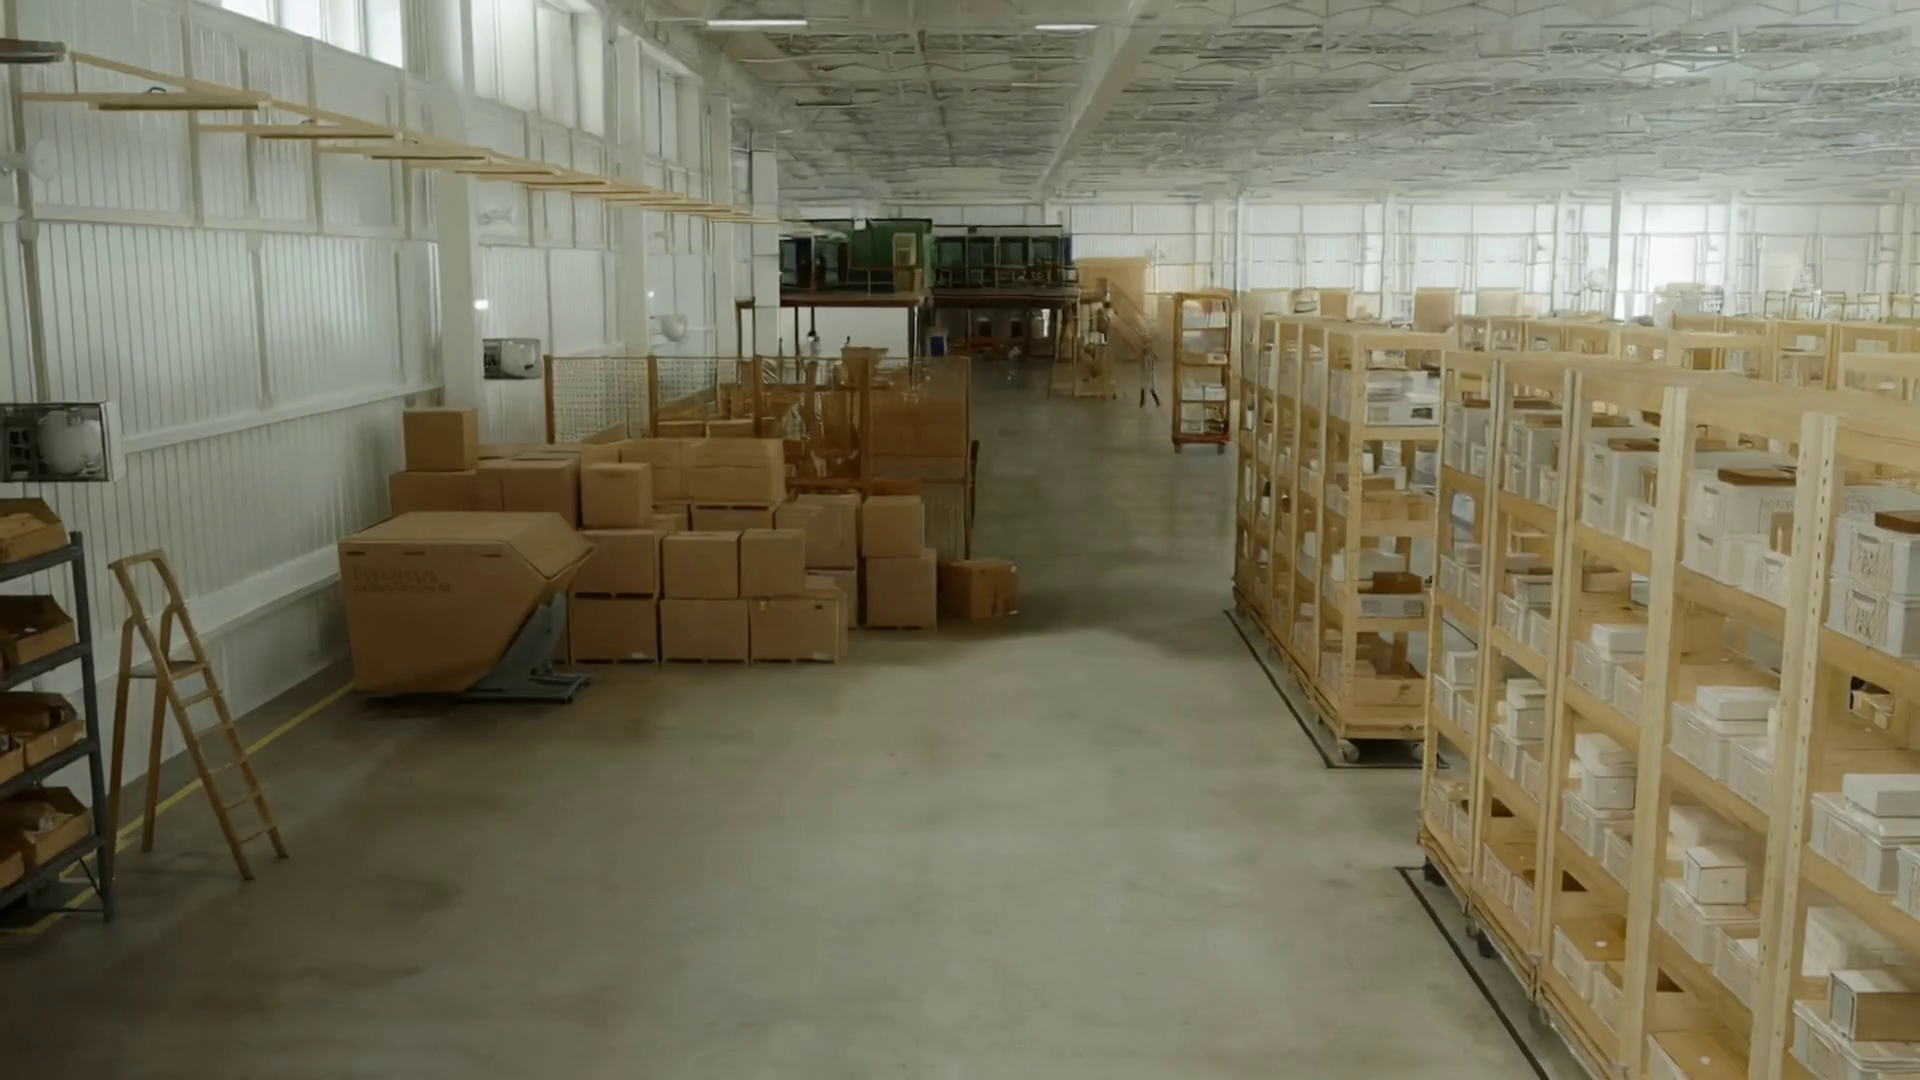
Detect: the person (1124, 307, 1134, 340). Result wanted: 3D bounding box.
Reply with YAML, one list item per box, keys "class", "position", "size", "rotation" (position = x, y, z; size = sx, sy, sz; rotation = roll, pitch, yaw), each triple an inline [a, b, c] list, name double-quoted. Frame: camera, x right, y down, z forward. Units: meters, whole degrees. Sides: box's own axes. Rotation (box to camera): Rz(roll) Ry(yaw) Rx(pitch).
- class: "person"
  position: [9.962, -12.747, 98.060]
  size: [0.611, 1.947, 0.388]
  rotation: [-4, 10, -22]

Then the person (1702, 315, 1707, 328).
- class: "person"
  position: [38.062, -10.597, 85.192]
  size: [0.745, 1.817, 0.666]
  rotation: [5, 11, 29]

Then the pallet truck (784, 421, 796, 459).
- class: "pallet truck"
  position: [-4.013, -1.793, 32.705]
  size: [1.601, 1.201, 0.680]
  rotation: [0, 9, 1]

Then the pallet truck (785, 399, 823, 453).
- class: "pallet truck"
  position: [-3.814, -2.432, 36.419]
  size: [1.630, 1.274, 0.653]
  rotation: [0, 9, 1]

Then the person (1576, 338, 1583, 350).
- class: "person"
  position: [24.812, -7.809, 67.317]
  size: [0.689, 2.000, 0.538]
  rotation: [2, 9, 13]

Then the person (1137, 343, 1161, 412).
- class: "person"
  position: [5.550, -4.764, 48.685]
  size: [0.617, 2.005, 1.028]
  rotation: [7, 12, 38]

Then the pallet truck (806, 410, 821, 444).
- class: "pallet truck"
  position: [-3.559, -2.018, 33.905]
  size: [1.522, 1.261, 0.704]
  rotation: [0, 9, -1]

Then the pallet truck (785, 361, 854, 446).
- class: "pallet truck"
  position: [-3.410, -3.193, 38.978]
  size: [1.885, 1.965, 0.823]
  rotation: [0, 9, -1]

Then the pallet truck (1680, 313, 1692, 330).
- class: "pallet truck"
  position: [36.315, -10.531, 84.244]
  size: [0.823, 1.965, 1.885]
  rotation: [-6, 11, -33]

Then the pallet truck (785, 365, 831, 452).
- class: "pallet truck"
  position: [-3.774, -2.976, 37.635]
  size: [1.885, 1.965, 0.823]
  rotation: [1, 9, 5]

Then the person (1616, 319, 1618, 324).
- class: "person"
  position: [32.444, -10.079, 82.391]
  size: [0.532, 1.693, 0.319]
  rotation: [-3, 10, -18]

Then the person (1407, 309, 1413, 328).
- class: "person"
  position: [25.598, -12.180, 94.669]
  size: [0.399, 1.918, 0.589]
  rotation: [6, 11, 32]

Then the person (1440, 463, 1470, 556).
- class: "person"
  position: [6.813, -0.445, 22.453]
  size: [0.678, 1.866, 0.818]
  rotation: [-5, 10, -28]

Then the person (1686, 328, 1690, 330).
- class: "person"
  position: [26.659, -6.786, 61.148]
  size: [0.377, 1.995, 0.612]
  rotation: [-4, 10, -25]

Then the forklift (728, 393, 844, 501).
- class: "forklift"
  position: [-2.979, -1.316, 26.476]
  size: [2.680, 1.987, 1.157]
  rotation: [0, 9, 1]

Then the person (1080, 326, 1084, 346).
- class: "person"
  position: [6.663, -11.485, 90.686]
  size: [0.442, 1.817, 0.678]
  rotation: [3, 10, 19]

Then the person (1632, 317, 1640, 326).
- class: "person"
  position: [31.744, -9.515, 78.218]
  size: [0.592, 1.922, 0.400]
  rotation: [-1, 9, -3]

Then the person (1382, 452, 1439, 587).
- class: "person"
  position: [5.792, -0.269, 21.646]
  size: [0.922, 1.784, 0.590]
  rotation: [1, 9, 8]

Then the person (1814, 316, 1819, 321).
- class: "person"
  position: [41.218, -9.815, 80.067]
  size: [0.387, 1.919, 0.594]
  rotation: [-1, 9, -6]

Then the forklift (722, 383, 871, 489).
- class: "forklift"
  position: [-2.893, -1.687, 28.729]
  size: [2.680, 1.987, 1.157]
  rotation: [0, 9, -1]

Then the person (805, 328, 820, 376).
- class: "person"
  position: [-5.684, -7.216, 64.131]
  size: [0.574, 1.887, 0.355]
  rotation: [0, 9, 2]

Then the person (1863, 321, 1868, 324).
- class: "person"
  position: [40.019, -8.746, 73.645]
  size: [0.507, 1.865, 0.329]
  rotation: [7, 12, 39]

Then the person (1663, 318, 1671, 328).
- class: "person"
  position: [32.410, -9.229, 76.415]
  size: [0.443, 1.929, 0.649]
  rotation: [6, 11, 33]
